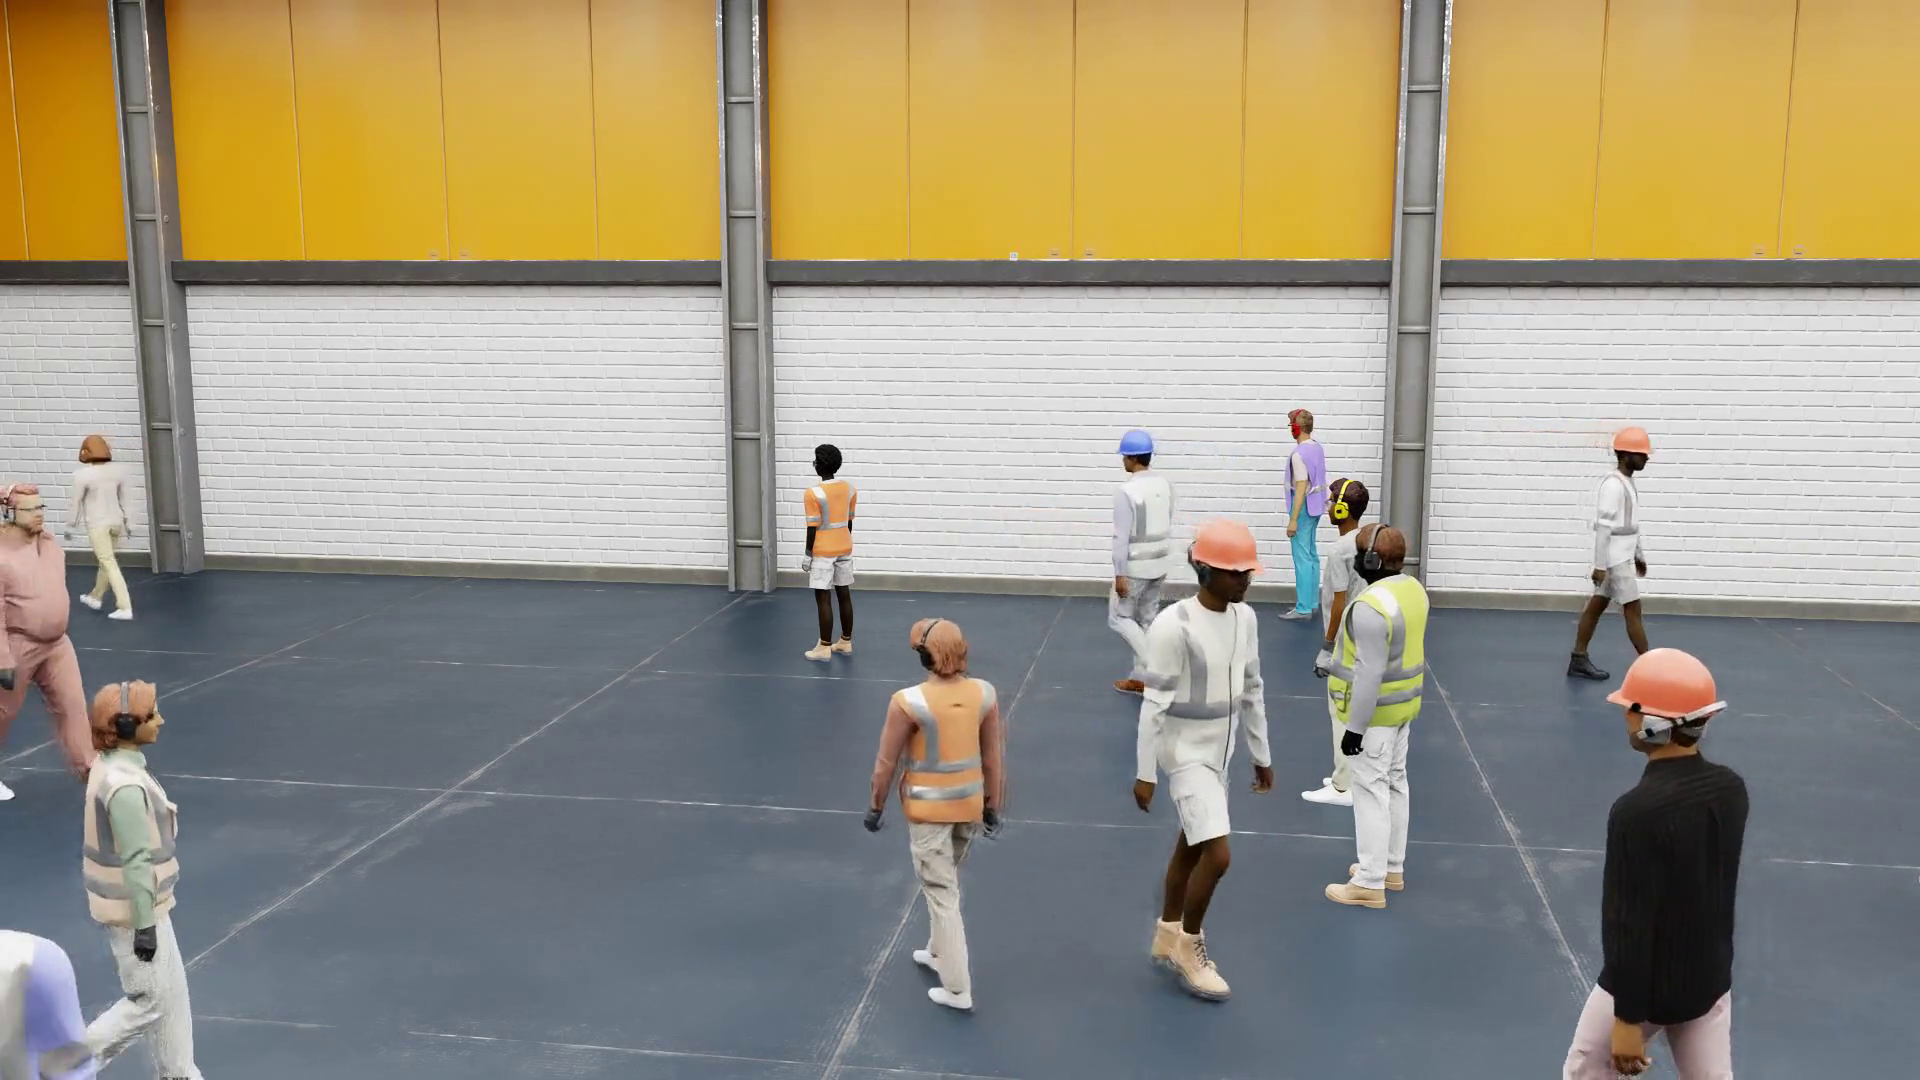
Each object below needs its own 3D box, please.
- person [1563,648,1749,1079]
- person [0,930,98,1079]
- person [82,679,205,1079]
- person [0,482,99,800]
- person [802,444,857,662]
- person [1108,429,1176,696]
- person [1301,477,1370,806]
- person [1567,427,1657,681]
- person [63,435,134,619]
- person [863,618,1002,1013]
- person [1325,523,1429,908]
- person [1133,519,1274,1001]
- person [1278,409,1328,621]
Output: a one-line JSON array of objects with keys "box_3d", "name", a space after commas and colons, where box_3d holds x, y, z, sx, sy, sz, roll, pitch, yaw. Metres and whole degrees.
[{"box_3d": [2.099, 1.278, 4.896, 0.630, 1.950, 1.031, -6, 11, -31], "name": "person"}, {"box_3d": [-2.163, 1.515, 3.675, 0.638, 1.880, 0.393, -3, 10, -19], "name": "person"}, {"box_3d": [-2.949, 1.292, 5.825, 0.634, 1.618, 0.523, -5, 11, -30], "name": "person"}, {"box_3d": [-5.276, 0.595, 9.417, 1.012, 1.857, 0.664, 2, 9, 14], "name": "person"}, {"box_3d": [-1.022, 0.094, 12.965, 0.318, 1.700, 0.535, 7, 12, 38], "name": "person"}, {"box_3d": [1.313, 0.186, 11.691, 0.621, 1.933, 0.559, -9, 13, -42], "name": "person"}, {"box_3d": [2.181, 0.575, 9.473, 0.328, 1.872, 0.510, 7, 11, 36], "name": "person"}, {"box_3d": [4.927, 0.129, 12.127, 0.930, 1.896, 0.574, 5, 10, 28], "name": "person"}, {"box_3d": [-7.574, -0.112, 14.563, 0.840, 1.593, 0.507, 4, 10, 22], "name": "person"}, {"box_3d": [-0.133, 1.114, 6.927, 0.517, 1.612, 0.679, -7, 12, -37], "name": "person"}, {"box_3d": [1.986, 0.831, 7.984, 0.429, 1.842, 0.636, 6, 11, 35], "name": "person"}, {"box_3d": [1.035, 0.907, 6.957, 0.647, 2.012, 0.647, 9, 13, 43], "name": "person"}, {"box_3d": [2.994, -0.214, 14.428, 0.373, 1.840, 0.569, 5, 10, 28], "name": "person"}]
